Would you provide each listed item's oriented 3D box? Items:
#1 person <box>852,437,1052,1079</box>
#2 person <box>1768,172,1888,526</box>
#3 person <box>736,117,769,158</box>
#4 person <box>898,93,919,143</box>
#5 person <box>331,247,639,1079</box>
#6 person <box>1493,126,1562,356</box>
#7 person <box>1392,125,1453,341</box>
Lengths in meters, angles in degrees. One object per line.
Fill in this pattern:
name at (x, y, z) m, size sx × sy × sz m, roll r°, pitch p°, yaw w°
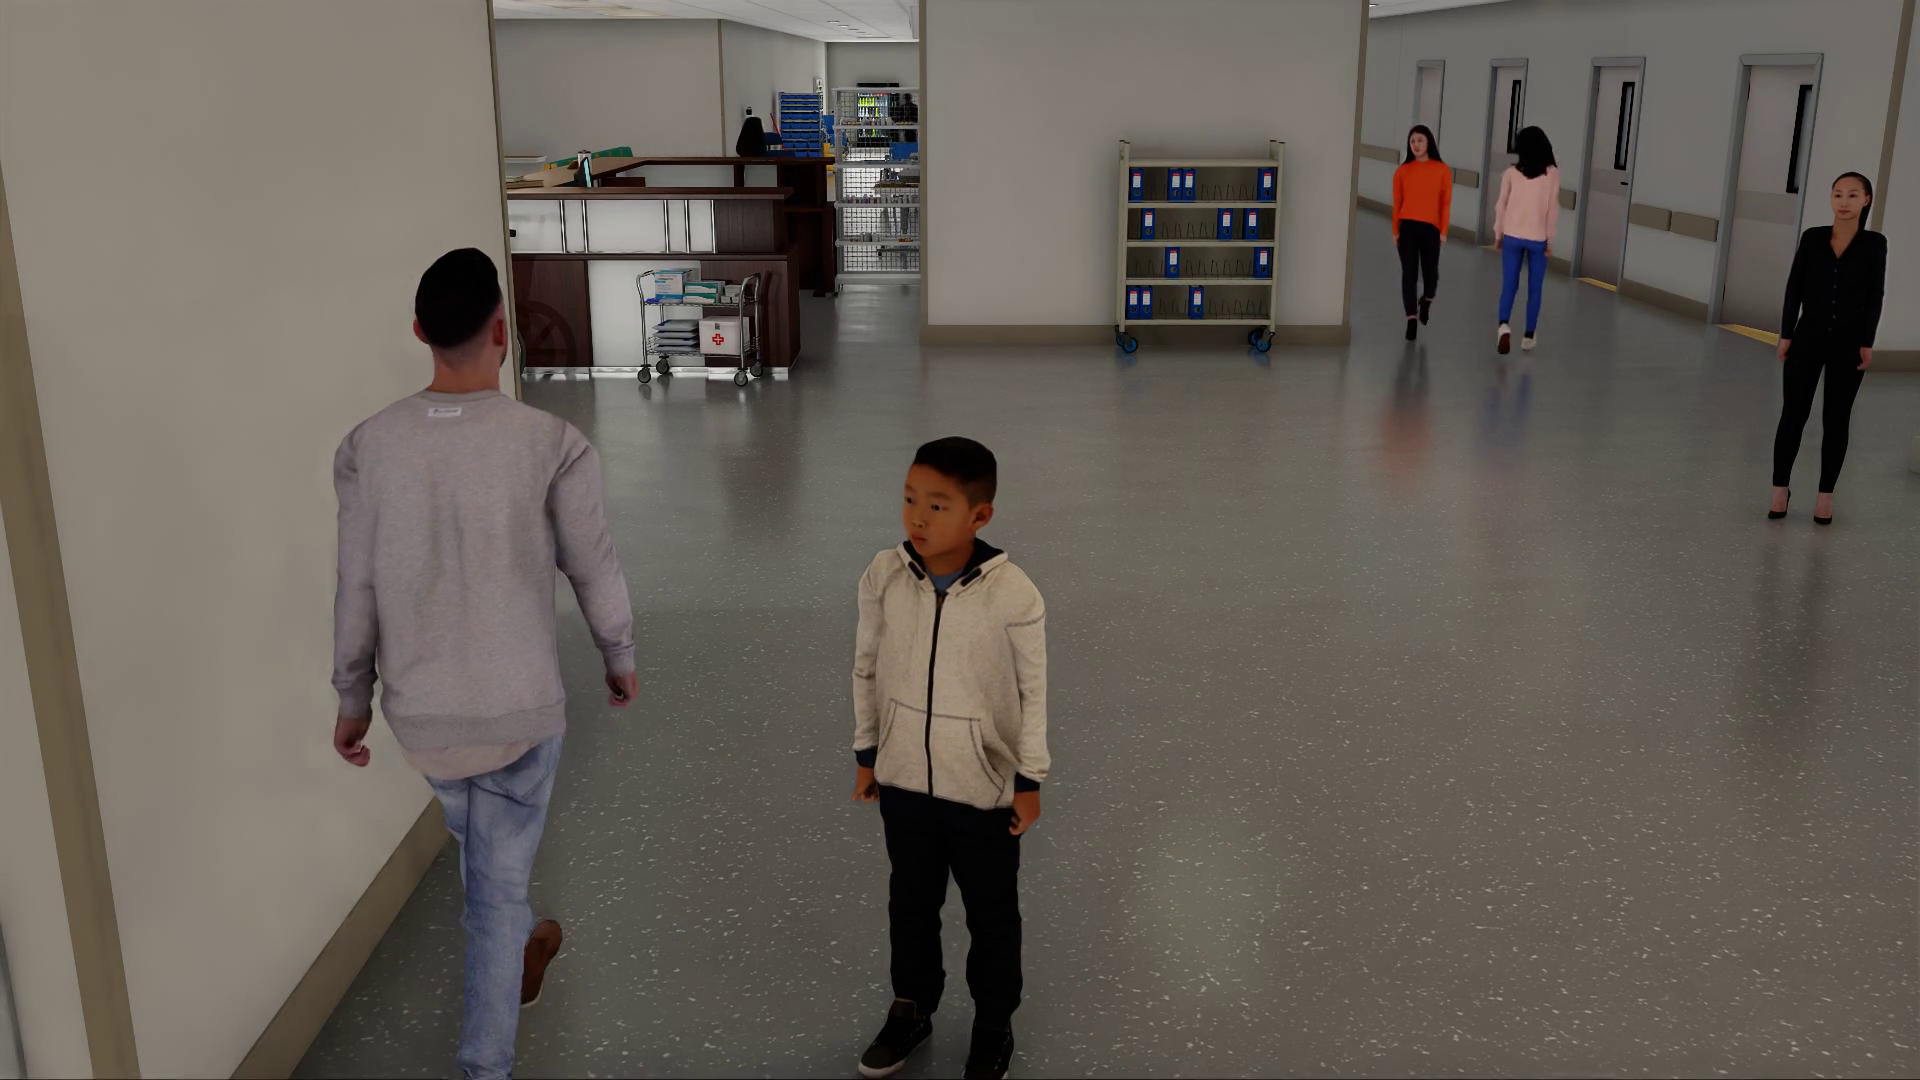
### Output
person at (-0.013, 0.484, 3.575) m, size 0.539 × 1.451 × 0.699 m, roll 5°, pitch 17°, yaw 18°
person at (4.208, -0.922, 8.083) m, size 0.587 × 1.712 × 0.703 m, roll 9°, pitch 18°, yaw 29°
person at (-2.585, -4.482, 20.968) m, size 0.684 × 1.571 × 0.766 m, roll 10°, pitch 18°, yaw 31°
person at (-1.198, -9.741, 39.480) m, size 0.931 × 1.649 × 0.880 m, roll -3°, pitch 16°, yaw -11°
person at (-0.989, 0.370, 3.353) m, size 1.103 × 1.790 × 0.808 m, roll 1°, pitch 16°, yaw 3°
person at (4.344, -2.272, 12.828) m, size 1.148 × 1.735 × 1.023 m, roll 8°, pitch 17°, yaw 25°
person at (3.798, -2.541, 13.787) m, size 0.782 × 1.733 × 0.790 m, roll 3°, pitch 16°, yaw 12°
